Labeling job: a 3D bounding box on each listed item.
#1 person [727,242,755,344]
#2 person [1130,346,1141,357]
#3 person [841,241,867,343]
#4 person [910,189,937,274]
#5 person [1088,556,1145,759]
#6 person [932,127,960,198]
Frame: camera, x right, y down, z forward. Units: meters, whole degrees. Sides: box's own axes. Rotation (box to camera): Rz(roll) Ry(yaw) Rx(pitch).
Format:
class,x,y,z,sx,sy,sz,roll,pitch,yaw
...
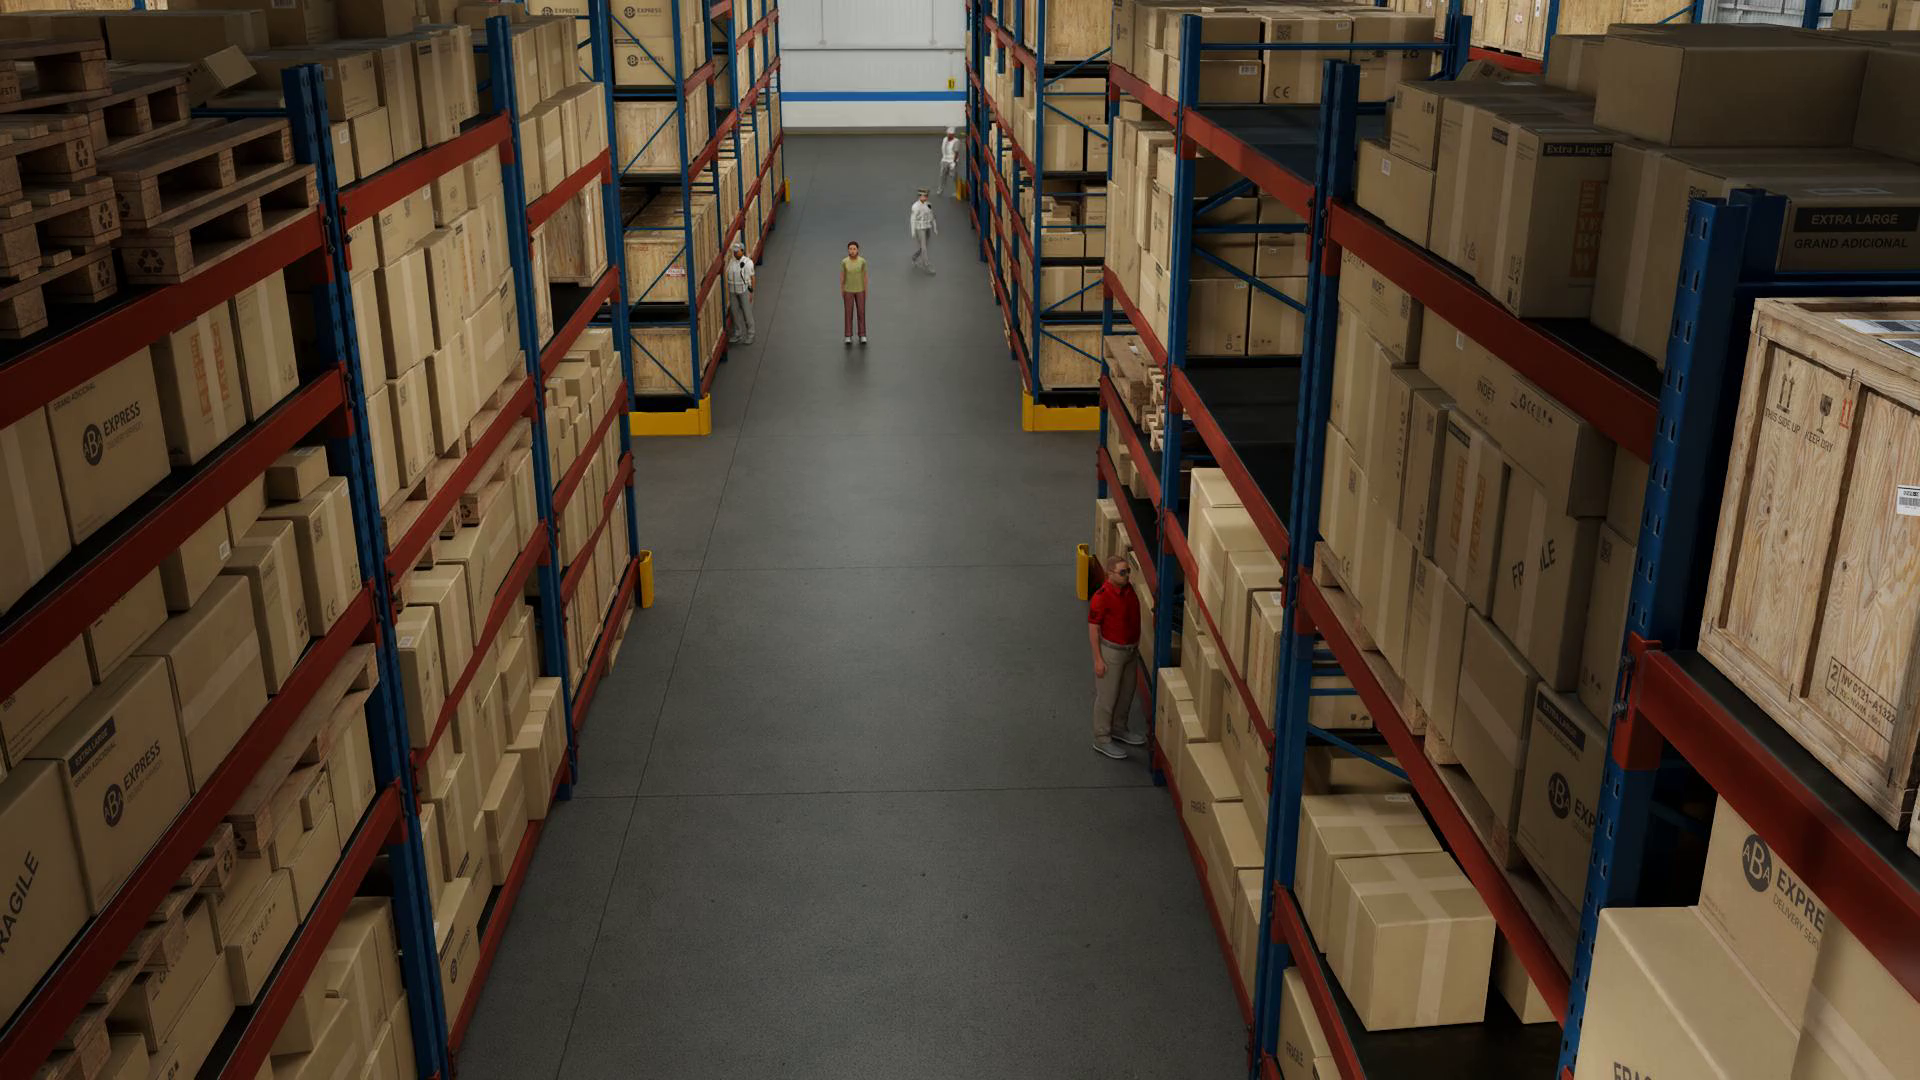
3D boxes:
class,x,y,z,sx,sy,sz,roll,pitch,yaw
person,-3.648,-4.118,27.676,0.467,1.666,0.389,9,22,24
person,2.077,-1.587,20.714,0.378,1.796,0.531,-12,23,-29
person,-1.753,-4.132,27.716,0.433,1.660,0.391,-2,21,-6
person,-0.759,-6.208,33.286,0.886,1.651,0.499,19,27,41
person,1.345,0.959,13.980,0.393,1.725,0.528,15,25,34
person,-0.329,-9.498,41.899,0.610,1.765,0.671,18,27,40
